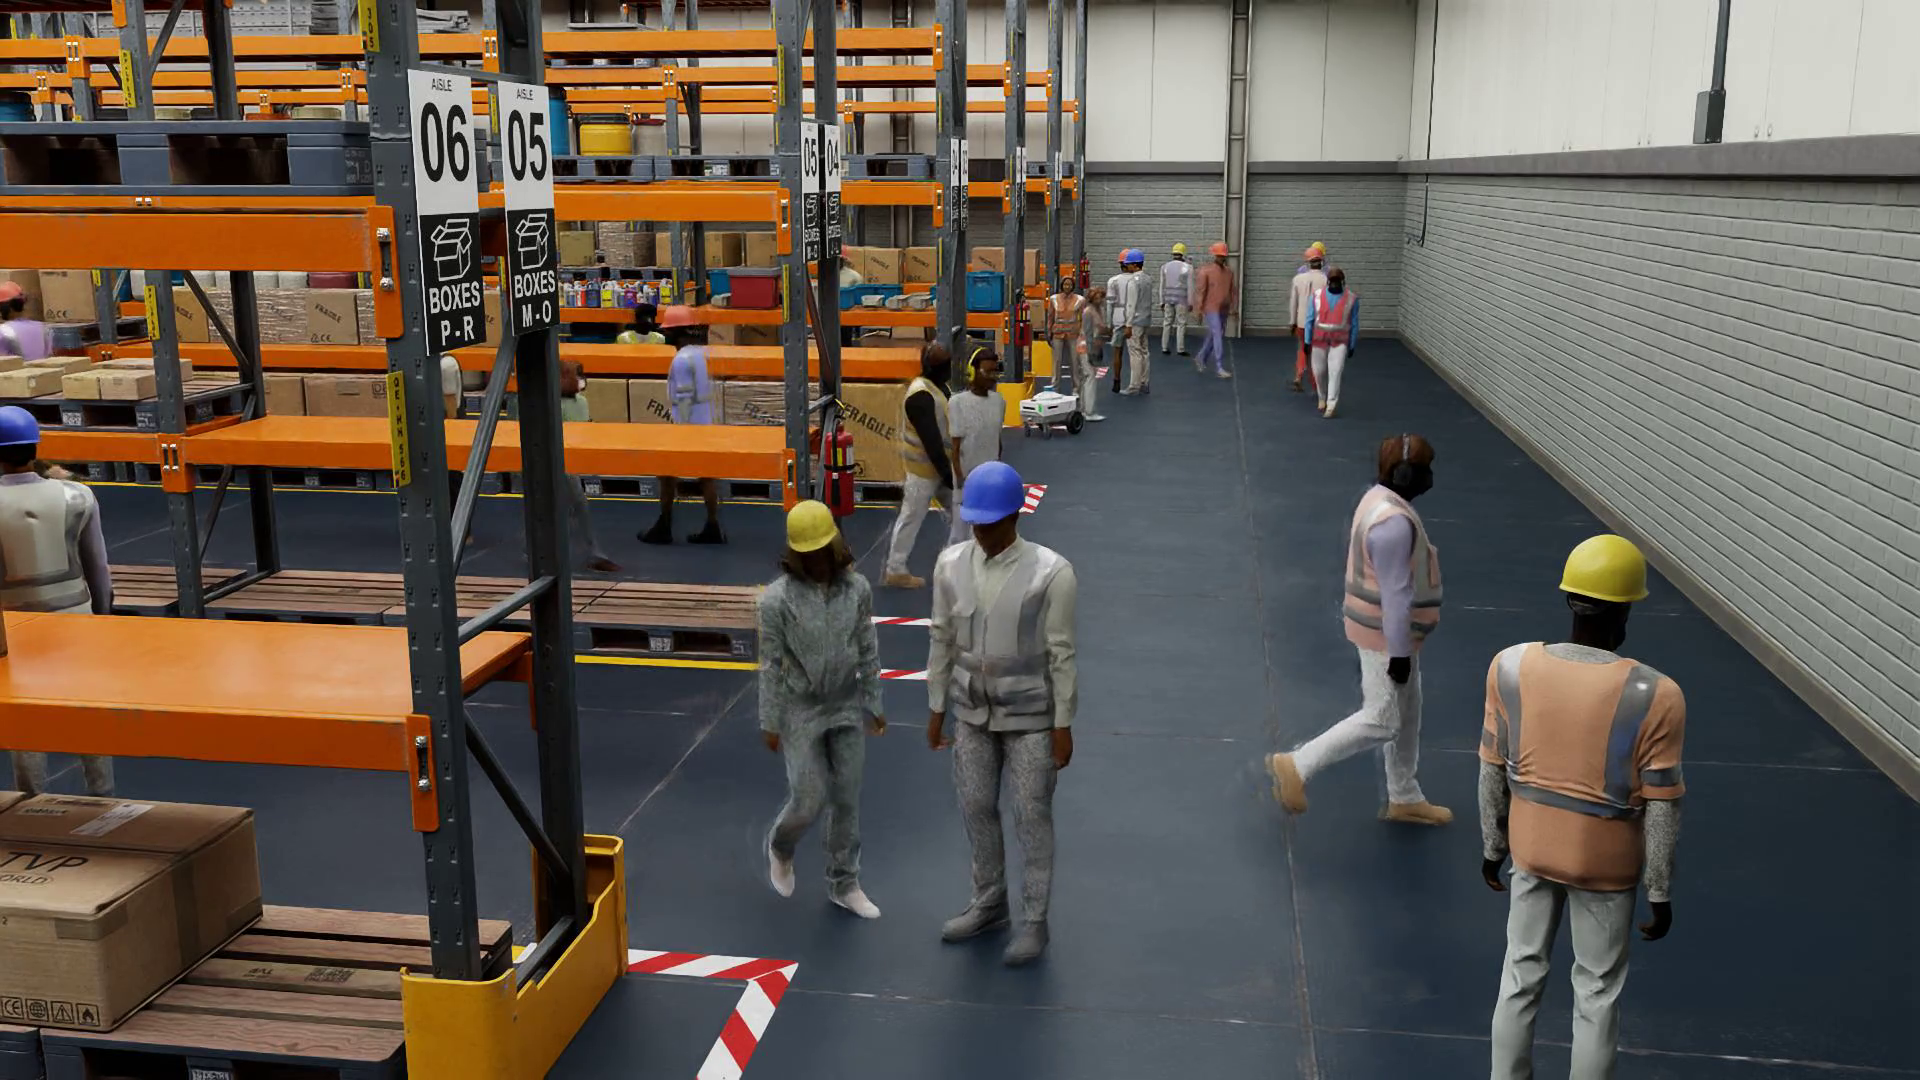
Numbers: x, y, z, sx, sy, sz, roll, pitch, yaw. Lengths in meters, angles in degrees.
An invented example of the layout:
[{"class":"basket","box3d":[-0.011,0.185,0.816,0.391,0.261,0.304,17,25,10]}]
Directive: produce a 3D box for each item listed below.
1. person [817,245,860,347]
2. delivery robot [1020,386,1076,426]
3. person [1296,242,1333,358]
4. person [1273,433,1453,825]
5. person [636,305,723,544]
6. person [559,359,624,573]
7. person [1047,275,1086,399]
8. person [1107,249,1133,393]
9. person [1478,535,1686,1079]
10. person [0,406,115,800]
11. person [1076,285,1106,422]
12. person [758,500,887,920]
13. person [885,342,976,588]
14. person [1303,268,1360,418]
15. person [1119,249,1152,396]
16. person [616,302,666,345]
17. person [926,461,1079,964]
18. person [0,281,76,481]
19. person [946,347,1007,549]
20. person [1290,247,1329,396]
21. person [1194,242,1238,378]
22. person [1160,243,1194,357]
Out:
[{"class":"person","box3d":[-1.680,-3.081,22.892,0.621,1.990,0.403,1,13,6]},{"class":"delivery robot","box3d":[0.994,-1.500,18.814,0.477,0.478,0.707,11,16,40]},{"class":"person","box3d":[5.295,-3.469,24.790,0.591,1.925,0.385,-3,13,-11]},{"class":"person","box3d":[1.861,0.417,7.489,0.737,1.823,0.631,3,13,13]},{"class":"person","box3d":[-2.273,-0.910,13.277,0.823,1.904,0.548,3,13,14]},{"class":"person","box3d":[-2.939,-0.562,12.424,0.852,1.596,0.510,4,13,16]},{"class":"person","box3d":[1.394,-2.651,21.780,0.514,1.633,0.316,2,13,8]},{"class":"person","box3d":[2.242,-2.946,22.436,0.549,1.928,0.388,0,12,0]},{"class":"person","box3d":[1.830,0.929,4.936,0.593,1.926,0.366,11,16,40]},{"class":"person","box3d":[-4.103,0.373,7.405,0.615,1.942,0.407,-10,16,-39]},{"class":"person","box3d":[1.579,-2.233,19.884,0.356,1.627,0.539,5,13,21]},{"class":"person","box3d":[-0.558,0.667,6.567,0.521,1.723,0.426,-9,16,-36]},{"class":"person","box3d":[-0.118,-0.496,11.703,0.968,1.783,0.625,4,13,18]},{"class":"person","box3d":[4.546,-2.428,20.359,0.636,1.819,0.818,4,13,18]},{"class":"person","box3d":[2.350,-2.892,22.164,0.412,1.938,0.611,6,14,27]},{"class":"person","box3d":[-3.209,-1.546,16.693,0.564,1.675,0.350,-8,15,-33]},{"class":"person","box3d":[0.139,0.647,6.243,0.627,1.926,0.450,7,14,28]},{"class":"person","box3d":[-8.122,-1.252,14.581,0.710,2.015,0.636,3,13,13]},{"class":"person","box3d":[0.147,-0.351,10.967,0.526,1.818,0.941,-8,15,-31]},{"class":"person","box3d":[4.706,-2.891,22.059,0.647,1.976,0.460,9,15,36]},{"class":"person","box3d":[3.727,-3.382,24.353,0.617,1.961,0.974,-8,15,-31]},{"class":"person","box3d":[3.505,-3.869,26.848,0.600,1.821,0.407,10,16,37]}]
